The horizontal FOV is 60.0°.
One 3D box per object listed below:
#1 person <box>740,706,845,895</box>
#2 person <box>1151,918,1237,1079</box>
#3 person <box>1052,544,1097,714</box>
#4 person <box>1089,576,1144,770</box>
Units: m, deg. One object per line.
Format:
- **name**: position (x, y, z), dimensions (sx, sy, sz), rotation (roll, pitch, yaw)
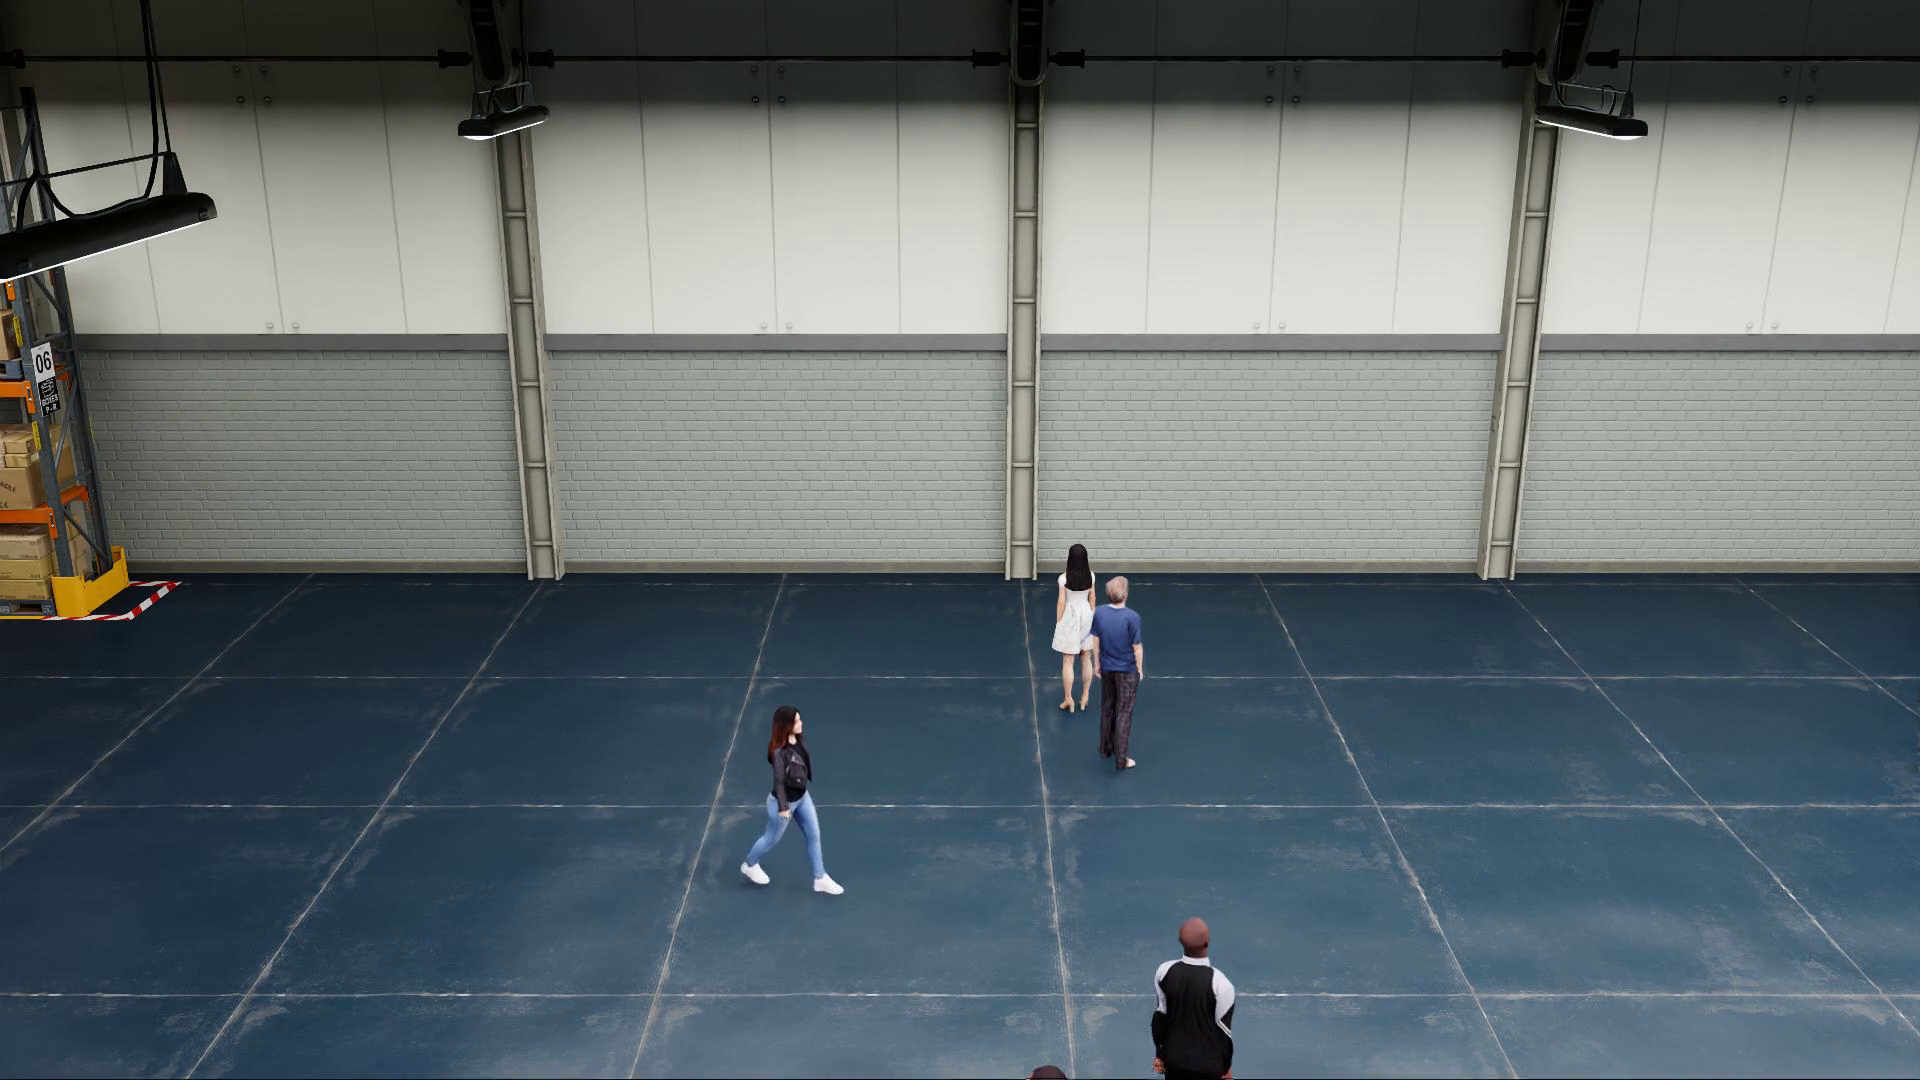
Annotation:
- **person**: position (-1.447, 2.107, 13.381), dimensions (1.208, 1.591, 0.924), rotation (7, 19, 20)
- **person**: position (1.349, 3.121, 9.912), dimensions (0.972, 1.809, 0.996), rotation (13, 22, 34)
- **person**: position (1.175, 0.884, 16.839), dimensions (0.675, 1.775, 0.788), rotation (-6, 19, -17)
- **person**: position (1.482, 1.235, 15.603), dimensions (0.794, 1.873, 0.870), rotation (11, 21, 31)
